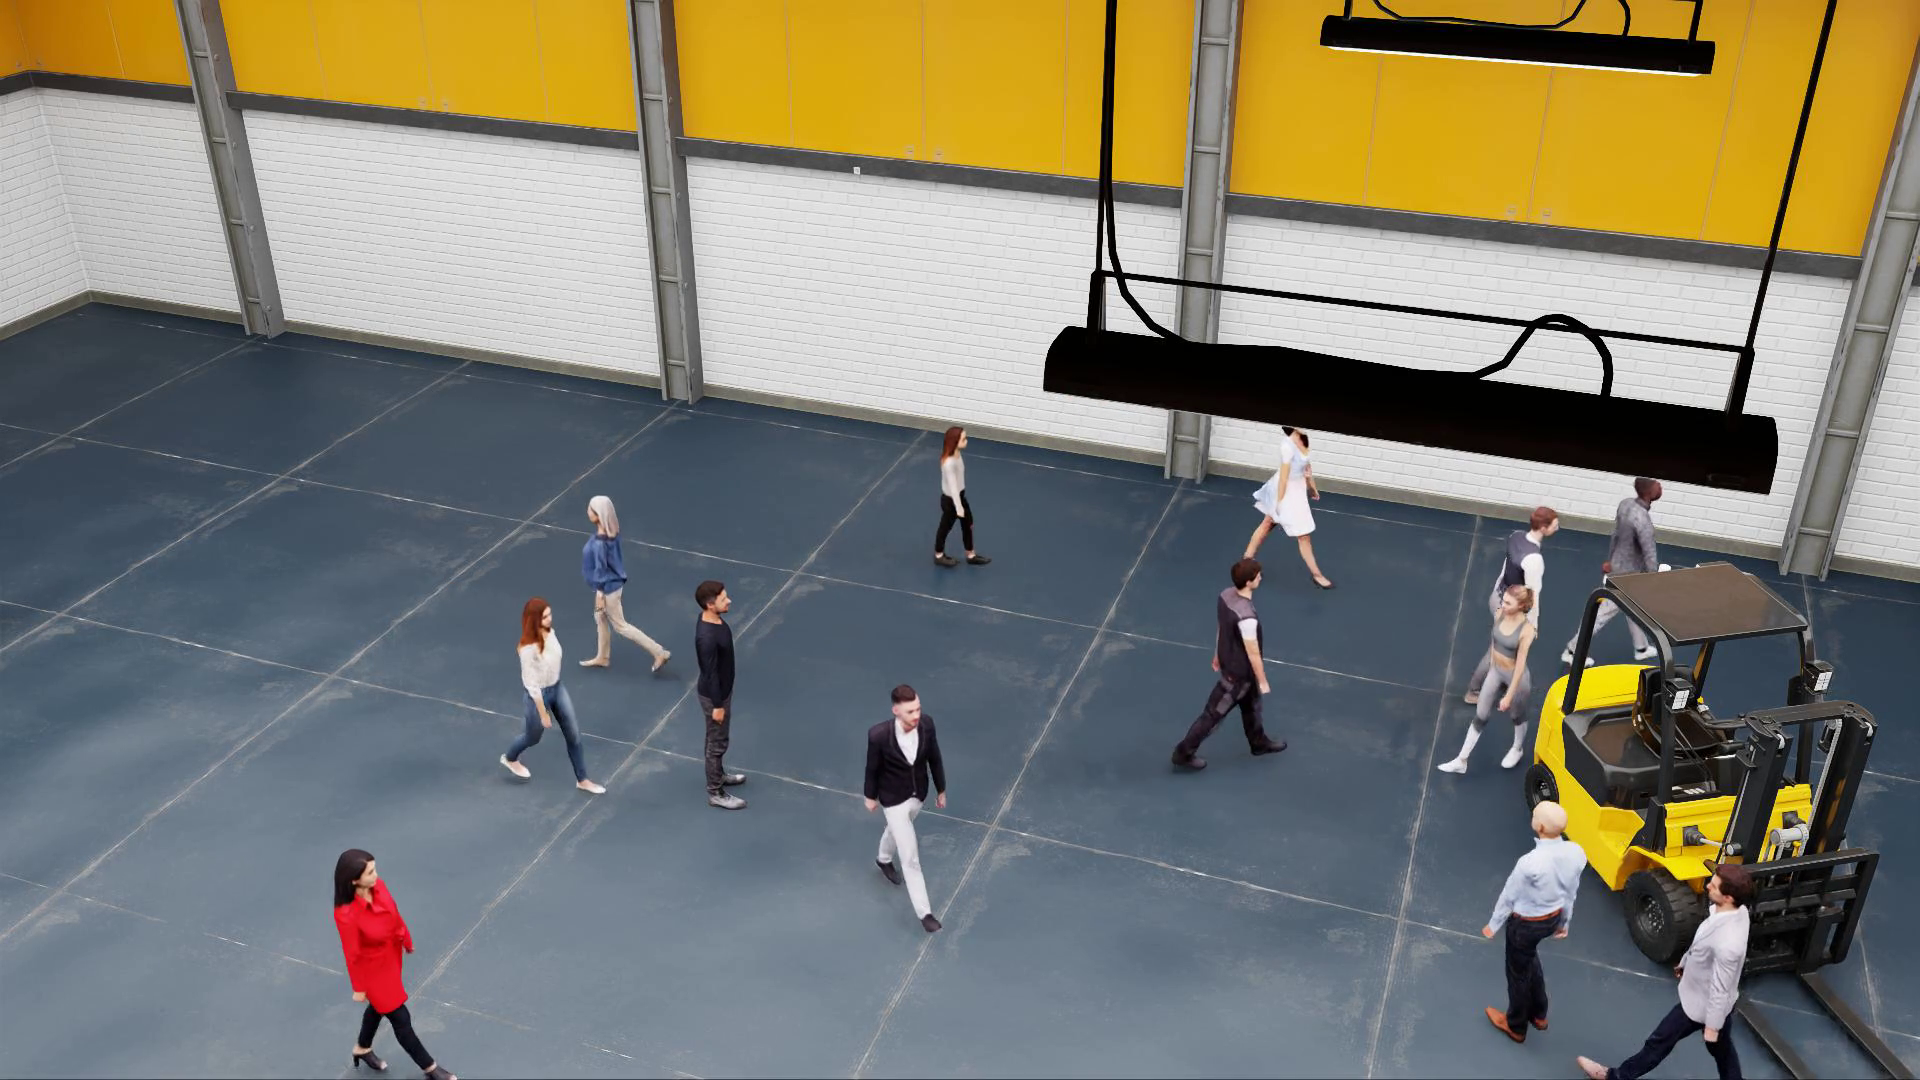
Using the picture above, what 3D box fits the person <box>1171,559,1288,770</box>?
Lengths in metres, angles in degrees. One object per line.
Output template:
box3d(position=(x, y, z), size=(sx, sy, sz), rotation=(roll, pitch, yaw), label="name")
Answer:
box3d(position=(2.016, 1.003, 12.682), size=(1.292, 1.805, 1.034), rotation=(-4, 29, -7), label="person")

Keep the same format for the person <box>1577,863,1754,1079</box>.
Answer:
box3d(position=(4.406, 2.684, 9.605), size=(1.220, 1.802, 0.852), rotation=(16, 32, 26), label="person")

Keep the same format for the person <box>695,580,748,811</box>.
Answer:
box3d(position=(-1.820, 1.127, 12.389), size=(0.689, 1.869, 0.708), rotation=(-3, 29, -5), label="person")

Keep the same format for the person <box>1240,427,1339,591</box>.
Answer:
box3d(position=(2.919, -0.378, 15.261), size=(1.193, 1.760, 0.696), rotation=(12, 31, 22), label="person")

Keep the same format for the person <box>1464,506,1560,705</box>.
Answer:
box3d(position=(4.348, 0.553, 13.396), size=(0.877, 1.912, 0.840), rotation=(0, 29, -1), label="person")

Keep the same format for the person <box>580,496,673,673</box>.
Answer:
box3d(position=(-2.846, 0.407, 13.914), size=(1.139, 1.672, 0.822), rotation=(2, 29, 3), label="person")

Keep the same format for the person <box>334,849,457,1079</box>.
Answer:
box3d(position=(-3.538, 2.552, 9.931), size=(0.964, 1.721, 0.748), rotation=(4, 29, 7), label="person")

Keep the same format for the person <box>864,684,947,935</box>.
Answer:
box3d(position=(-0.430, 1.721, 11.384), size=(1.184, 1.790, 1.306), rotation=(-16, 32, -26), label="person")

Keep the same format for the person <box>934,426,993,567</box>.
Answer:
box3d(position=(-0.138, -0.389, 15.591), size=(0.800, 1.464, 0.612), rotation=(7, 29, 12), label="person")

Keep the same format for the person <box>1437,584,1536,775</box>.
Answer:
box3d(position=(4.261, 1.058, 12.732), size=(1.055, 1.661, 1.043), rotation=(-17, 33, -29), label="person")

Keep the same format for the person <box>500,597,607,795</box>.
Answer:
box3d(position=(-3.193, 1.180, 12.474), size=(1.138, 1.694, 0.670), rotation=(12, 31, 21), label="person")

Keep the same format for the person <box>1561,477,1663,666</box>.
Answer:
box3d(position=(5.507, 0.305, 13.976), size=(1.240, 1.792, 0.888), rotation=(3, 29, 5), label="person")

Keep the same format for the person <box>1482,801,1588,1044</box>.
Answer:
box3d(position=(3.546, 2.402, 10.150), size=(0.782, 1.776, 0.836), rotation=(-14, 32, -24), label="person")
